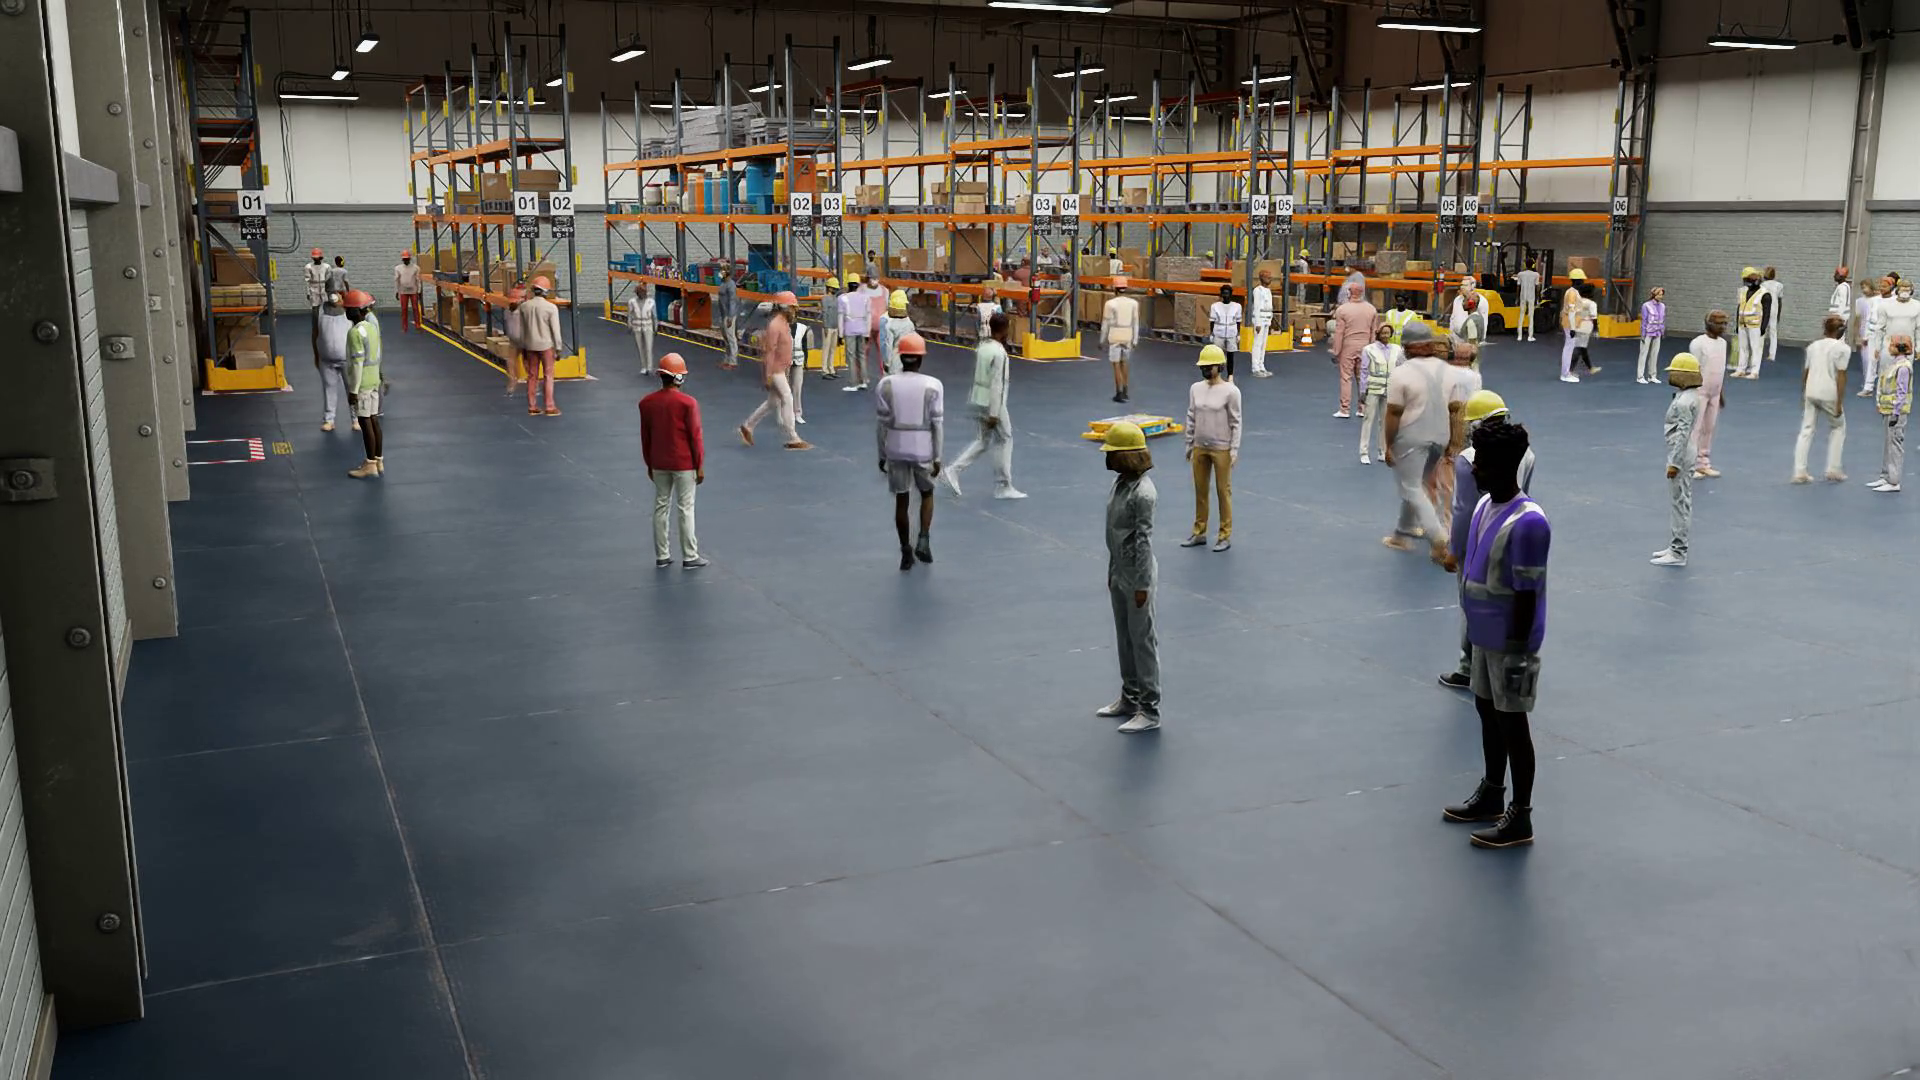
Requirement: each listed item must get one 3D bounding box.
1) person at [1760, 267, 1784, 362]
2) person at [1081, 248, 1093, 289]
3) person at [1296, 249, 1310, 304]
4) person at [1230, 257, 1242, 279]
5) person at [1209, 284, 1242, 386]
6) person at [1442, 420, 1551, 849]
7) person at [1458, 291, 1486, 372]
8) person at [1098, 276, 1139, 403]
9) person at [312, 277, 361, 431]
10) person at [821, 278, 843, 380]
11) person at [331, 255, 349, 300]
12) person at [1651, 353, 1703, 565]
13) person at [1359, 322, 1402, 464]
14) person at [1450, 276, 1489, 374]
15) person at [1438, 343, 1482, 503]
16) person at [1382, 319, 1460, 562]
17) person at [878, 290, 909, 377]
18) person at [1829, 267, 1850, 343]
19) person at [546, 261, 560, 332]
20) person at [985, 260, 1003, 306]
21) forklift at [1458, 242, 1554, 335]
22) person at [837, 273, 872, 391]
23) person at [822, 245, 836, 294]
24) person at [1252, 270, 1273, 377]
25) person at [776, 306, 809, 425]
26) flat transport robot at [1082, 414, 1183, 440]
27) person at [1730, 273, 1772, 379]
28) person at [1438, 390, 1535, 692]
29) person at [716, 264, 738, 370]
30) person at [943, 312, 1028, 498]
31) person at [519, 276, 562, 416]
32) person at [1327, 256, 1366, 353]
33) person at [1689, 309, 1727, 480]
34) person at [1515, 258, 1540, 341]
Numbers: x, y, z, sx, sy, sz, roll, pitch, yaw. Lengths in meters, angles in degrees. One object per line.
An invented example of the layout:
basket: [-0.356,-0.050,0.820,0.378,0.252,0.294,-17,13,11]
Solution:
person: [15.685,-4.377,32.301,0.504,1.838,0.342,1,11,3]
person: [3.590,-7.265,46.805,0.396,1.910,0.585,-4,12,-20]
person: [9.823,-7.397,47.651,0.404,1.833,0.591,-2,11,-11]
person: [8.114,-7.425,48.346,0.511,1.612,0.542,-5,12,-25]
person: [4.417,-3.404,27.706,0.538,1.695,0.319,1,11,5]
person: [2.466,0.422,7.612,0.387,1.957,0.603,-1,11,-5]
person: [6.767,-2.363,22.037,0.388,1.846,0.565,4,12,20]
person: [2.400,-3.070,25.438,0.560,1.915,0.614,-5,12,-22]
person: [-8.245,-2.465,22.057,0.684,2.000,0.538,-2,11,-9]
person: [-2.226,-3.671,28.906,0.328,1.761,0.523,5,12,23]
person: [-14.802,-5.861,39.783,0.515,1.866,0.335,4,12,17]
person: [5.890,-0.663,13.658,0.295,1.744,0.484,6,13,27]
person: [4.838,-1.686,19.132,0.523,1.636,0.311,-3,11,-14]
person: [7.813,-3.115,25.704,0.408,1.906,0.654,-7,13,-33]
person: [4.976,-1.151,16.522,0.875,1.594,0.530,-8,14,-36]
person: [3.867,-0.856,13.882,0.691,2.000,0.938,-6,12,-27]
person: [-0.879,-2.533,22.969,0.404,1.826,0.595,9,14,37]
person: [16.234,-4.092,30.731,0.354,1.883,0.572,6,13,28]
person: [-9.687,-5.710,39.308,0.492,1.742,0.320,4,12,21]
person: [0.823,-5.810,39.789,0.561,1.752,0.326,8,14,36]
forklift: [13.047,-6.049,39.881,2.313,2.155,1.214,-5,12,-23]
person: [-1.716,-3.366,27.013,0.584,1.898,0.522,-5,12,-24]
person: [-3.866,-7.854,49.442,0.608,2.044,0.378,8,13,34]
person: [5.344,-3.820,29.348,0.355,1.883,0.574,6,13,30]
person: [-2.314,-2.392,22.713,0.521,1.638,0.311,-6,13,-27]
flat transport robot: [2.229,-1.453,21.428,0.652,0.197,1.431,8,14,36]
person: [13.773,-3.725,28.968,0.429,1.842,0.630,-5,12,-22]
person: [3.159,0.007,10.052,0.589,1.822,0.403,-7,13,-30]
person: [-4.284,-4.093,30.591,0.372,1.940,0.630,-5,12,-23]
person: [0.245,-1.347,16.782,0.774,1.889,0.616,-4,12,-19]
person: [-5.947,-2.747,23.635,0.626,1.985,0.403,3,12,16]
person: [8.144,-4.868,34.270,0.962,2.000,0.685,-2,11,-11]
person: [8.097,-1.579,18.057,0.514,1.842,0.328,-6,13,-27]
person: [12.817,-5.428,37.555,0.533,1.870,0.315,7,13,30]
